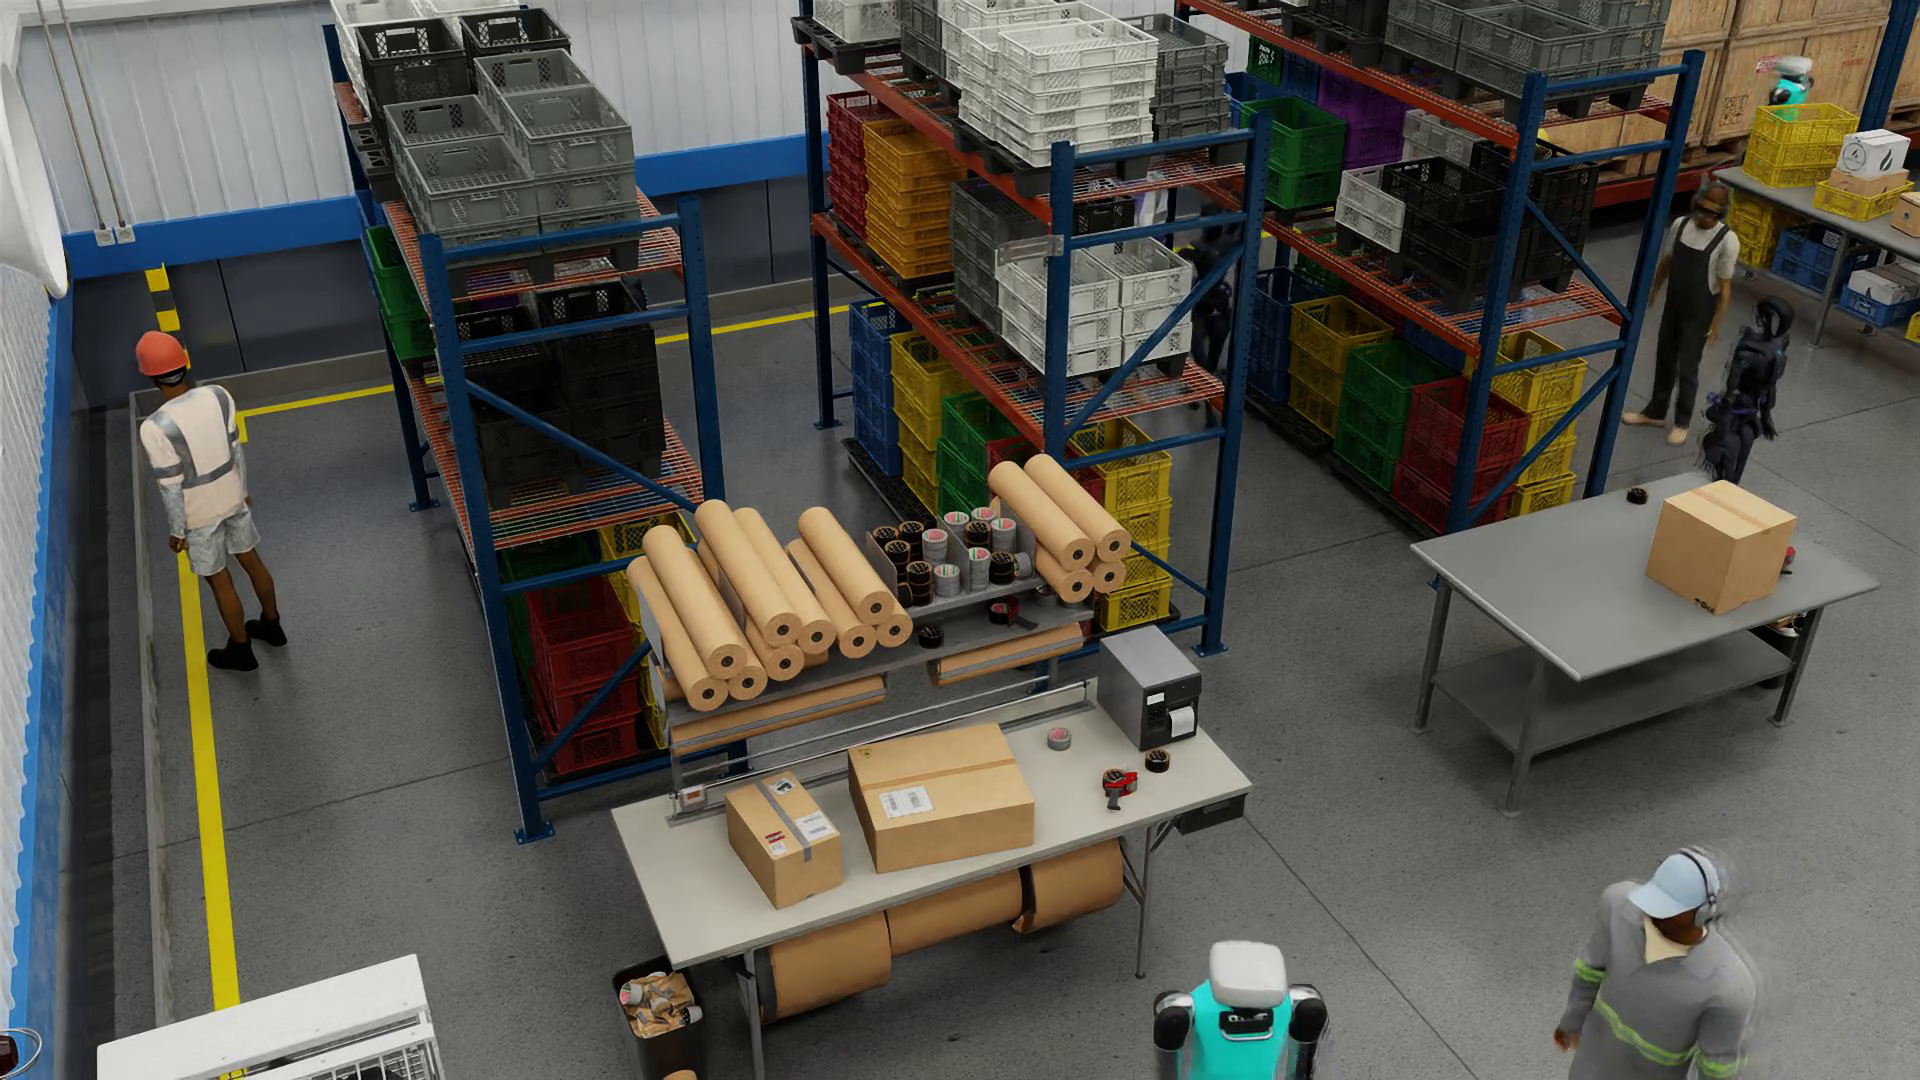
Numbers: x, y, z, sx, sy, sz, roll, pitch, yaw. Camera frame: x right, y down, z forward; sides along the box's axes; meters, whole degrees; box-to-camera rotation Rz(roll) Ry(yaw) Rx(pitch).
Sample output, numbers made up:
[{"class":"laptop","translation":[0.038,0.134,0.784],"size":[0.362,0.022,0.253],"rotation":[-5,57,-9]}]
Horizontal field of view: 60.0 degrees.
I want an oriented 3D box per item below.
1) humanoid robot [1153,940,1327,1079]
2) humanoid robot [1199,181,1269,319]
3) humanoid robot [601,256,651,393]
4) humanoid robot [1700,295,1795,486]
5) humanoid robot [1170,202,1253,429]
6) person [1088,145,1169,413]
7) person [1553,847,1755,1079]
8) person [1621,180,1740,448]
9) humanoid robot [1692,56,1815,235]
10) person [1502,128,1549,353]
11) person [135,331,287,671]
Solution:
[{"class":"humanoid robot","translation":[0.863,2.089,5.170],"size":[0.535,1.739,0.982],"rotation":[-3,32,-4]},{"class":"humanoid robot","translation":[2.098,-2.391,12.575],"size":[0.797,1.629,0.609],"rotation":[-9,33,-15]},{"class":"humanoid robot","translation":[-2.037,-1.053,10.326],"size":[0.315,1.654,0.599],"rotation":[-6,32,-10]},{"class":"humanoid robot","translation":[4.558,-0.672,9.721],"size":[0.612,1.649,0.343],"rotation":[-23,38,-32]},{"class":"humanoid robot","translation":[1.664,-1.513,11.137],"size":[0.612,1.645,0.673],"rotation":[-5,32,-8]},{"class":"person","translation":[1.127,-1.812,11.232],"size":[0.606,2.040,0.396],"rotation":[-13,34,-21]},{"class":"person","translation":[2.314,1.744,5.643],"size":[0.529,1.836,0.593],"rotation":[-14,34,-22]},{"class":"person","translation":[4.756,-1.501,10.925],"size":[0.373,1.832,0.570],"rotation":[-14,34,-21]},{"class":"humanoid robot","translation":[6.419,-3.119,13.641],"size":[0.547,1.763,0.843],"rotation":[-24,39,-34]},{"class":"person","translation":[4.008,-2.124,11.992],"size":[0.530,1.765,0.326],"rotation":[-26,40,-35]},{"class":"person","translation":[-3.940,-0.186,8.685],"size":[0.372,1.934,0.545],"rotation":[13,34,21]}]
